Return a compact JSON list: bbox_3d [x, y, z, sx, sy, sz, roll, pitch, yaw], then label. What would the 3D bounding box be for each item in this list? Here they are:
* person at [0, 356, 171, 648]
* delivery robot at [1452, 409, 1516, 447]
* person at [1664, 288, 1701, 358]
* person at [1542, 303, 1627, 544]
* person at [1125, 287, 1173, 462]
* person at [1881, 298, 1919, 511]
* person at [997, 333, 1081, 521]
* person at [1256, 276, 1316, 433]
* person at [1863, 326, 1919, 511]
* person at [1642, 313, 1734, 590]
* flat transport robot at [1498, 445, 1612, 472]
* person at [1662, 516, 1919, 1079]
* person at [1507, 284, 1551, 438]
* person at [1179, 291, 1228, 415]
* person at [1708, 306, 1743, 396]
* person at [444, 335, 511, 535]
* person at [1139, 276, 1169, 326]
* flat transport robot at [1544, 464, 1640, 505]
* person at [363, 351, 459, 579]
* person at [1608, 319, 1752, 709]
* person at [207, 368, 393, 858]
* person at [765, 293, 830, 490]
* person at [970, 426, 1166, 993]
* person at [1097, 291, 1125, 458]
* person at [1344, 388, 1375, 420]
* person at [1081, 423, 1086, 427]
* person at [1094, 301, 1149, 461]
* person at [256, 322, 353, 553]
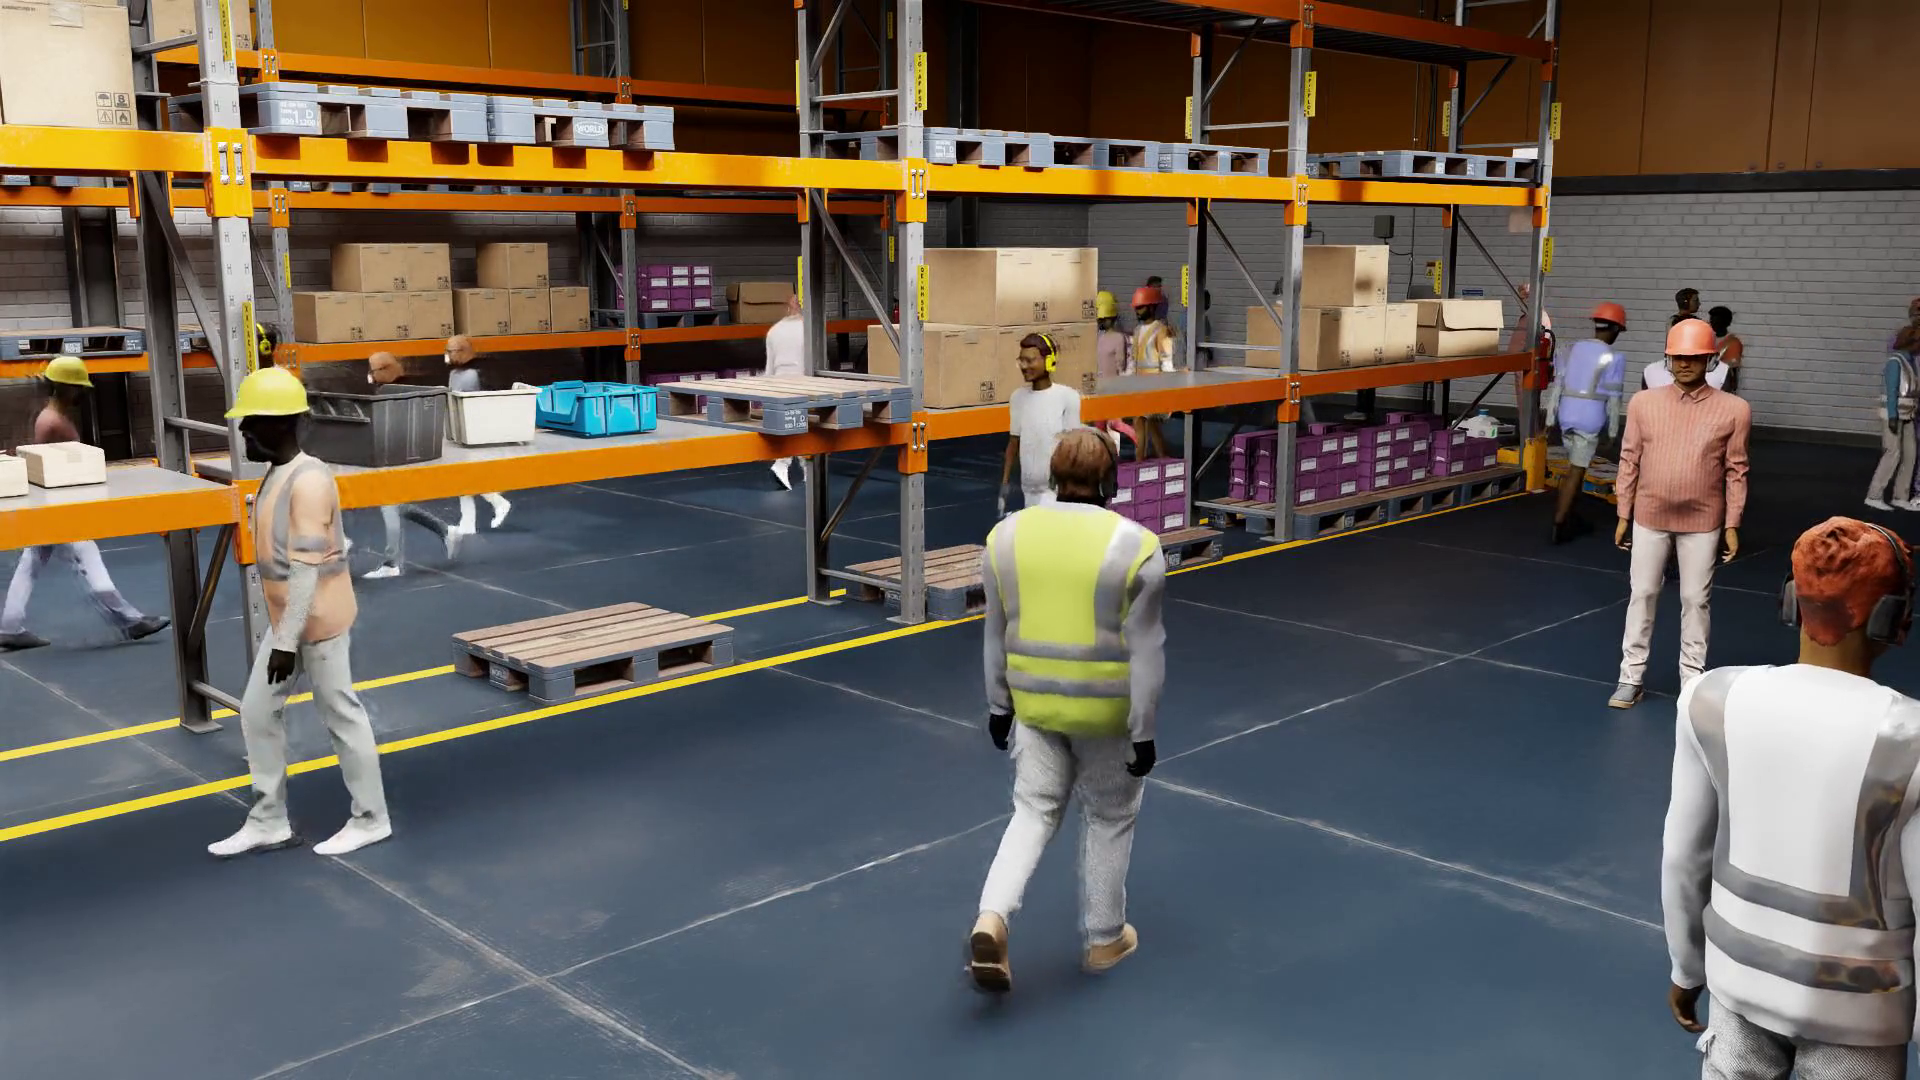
[{"bbox_3d":[-5.178,-0.212,9.687,0.940,1.699,0.545,-5,11,-24],"label":"person"},{"bbox_3d":[5.568,-1.147,17.700,0.477,0.478,0.707,-4,11,-22],"label":"delivery robot"},{"bbox_3d":[7.745,-1.777,17.870,0.345,1.846,0.506,10,14,44],"label":"person"},{"bbox_3d":[4.943,-0.906,13.025,0.799,1.877,0.601,-6,12,-28],"label":"person"},{"bbox_3d":[1.724,-1.471,16.028,0.820,1.904,0.553,-4,11,-19],"label":"person"},{"bbox_3d":[8.555,-1.220,14.748,0.747,1.879,0.681,-9,13,-39],"label":"person"},{"bbox_3d":[0.453,-0.262,9.592,0.549,1.849,0.566,10,14,43],"label":"person"},{"bbox_3d":[3.493,-1.846,17.711,1.054,2.000,0.693,-10,14,-42],"label":"person"},{"bbox_3d":[8.250,-1.060,14.569,0.544,1.618,0.389,-9,13,-39],"label":"person"},{"bbox_3d":[5.003,-0.628,11.497,0.591,1.888,0.913,6,12,29],"label":"person"},{"bbox_3d":[5.941,-0.786,16.761,0.652,0.197,1.431,-1,10,-6],"label":"flat transport robot"},{"bbox_3d":[1.643,0.888,3.221,0.355,1.887,0.573,-8,13,-37],"label":"person"},{"bbox_3d":[5.969,-1.743,17.537,0.407,1.902,0.639,2,11,9],"label":"person"},{"bbox_3d":[3.309,-2.519,22.395,0.820,1.662,0.560,5,11,24],"label":"person"},{"bbox_3d":[7.854,-1.581,17.231,0.372,1.682,0.546,-3,11,-15],"label":"person"},{"bbox_3d":[-3.937,-0.836,13.352,0.434,1.620,0.505,-6,12,-31],"label":"person"},{"bbox_3d":[2.757,-2.848,23.751,0.582,1.831,0.448,-8,13,-36],"label":"person"},{"bbox_3d":[6.020,-0.528,15.352,0.652,0.197,1.431,-2,11,-9],"label":"flat transport robot"},{"bbox_3d":[-3.939,-0.547,11.817,0.668,1.606,0.503,-8,13,-36],"label":"person"},{"bbox_3d":[3.605,-0.108,8.355,0.611,1.996,0.379,6,12,30],"label":"person"},{"bbox_3d":[-2.574,0.309,6.311,0.784,1.902,0.584,-8,13,-36],"label":"person"},{"bbox_3d":[-1.590,-1.433,15.953,0.673,1.862,0.928,6,12,31],"label":"person"},{"bbox_3d":[0.331,0.553,5.262,0.634,1.819,0.745,5,12,27],"label":"person"},{"bbox_3d":[1.556,-1.709,17.575,0.405,1.824,0.585,0,10,-1],"label":"person"},{"bbox_3d":[5.262,-2.572,21.803,0.399,1.989,0.622,7,13,35],"label":"person"},{"bbox_3d":[1.119,-1.884,18.441,0.503,1.849,0.543,-5,12,-27],"label":"person"},{"bbox_3d":[1.593,-1.556,16.941,0.639,1.742,0.546,-6,12,-28],"label":"person"},{"bbox_3d":[-4.542,-0.565,11.299,0.698,1.841,0.559,-9,14,-42],"label":"person"}]
